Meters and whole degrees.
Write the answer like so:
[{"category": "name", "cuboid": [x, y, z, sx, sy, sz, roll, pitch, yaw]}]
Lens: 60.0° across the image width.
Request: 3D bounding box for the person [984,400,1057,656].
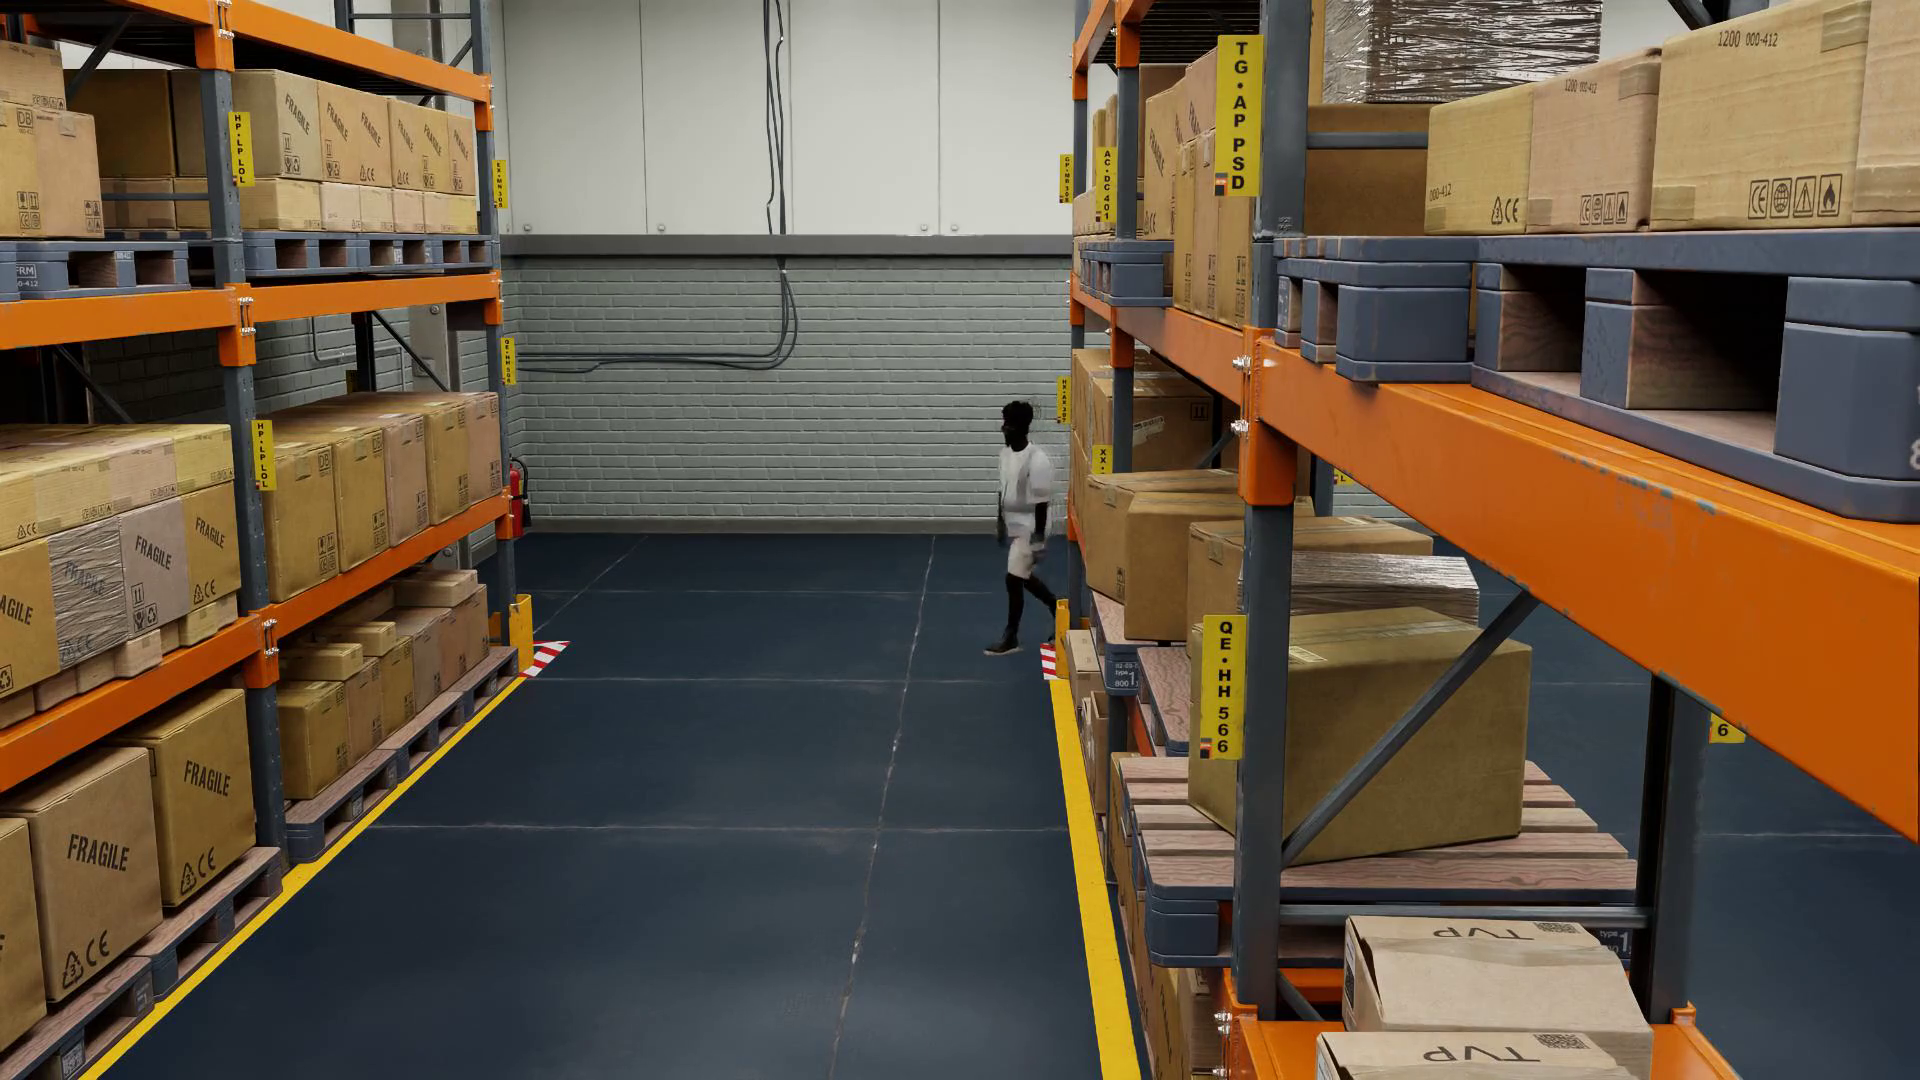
[{"category": "person", "cuboid": [0.557, -0.092, 12.302, 0.739, 1.919, 0.703, -5, 11, -26]}]
